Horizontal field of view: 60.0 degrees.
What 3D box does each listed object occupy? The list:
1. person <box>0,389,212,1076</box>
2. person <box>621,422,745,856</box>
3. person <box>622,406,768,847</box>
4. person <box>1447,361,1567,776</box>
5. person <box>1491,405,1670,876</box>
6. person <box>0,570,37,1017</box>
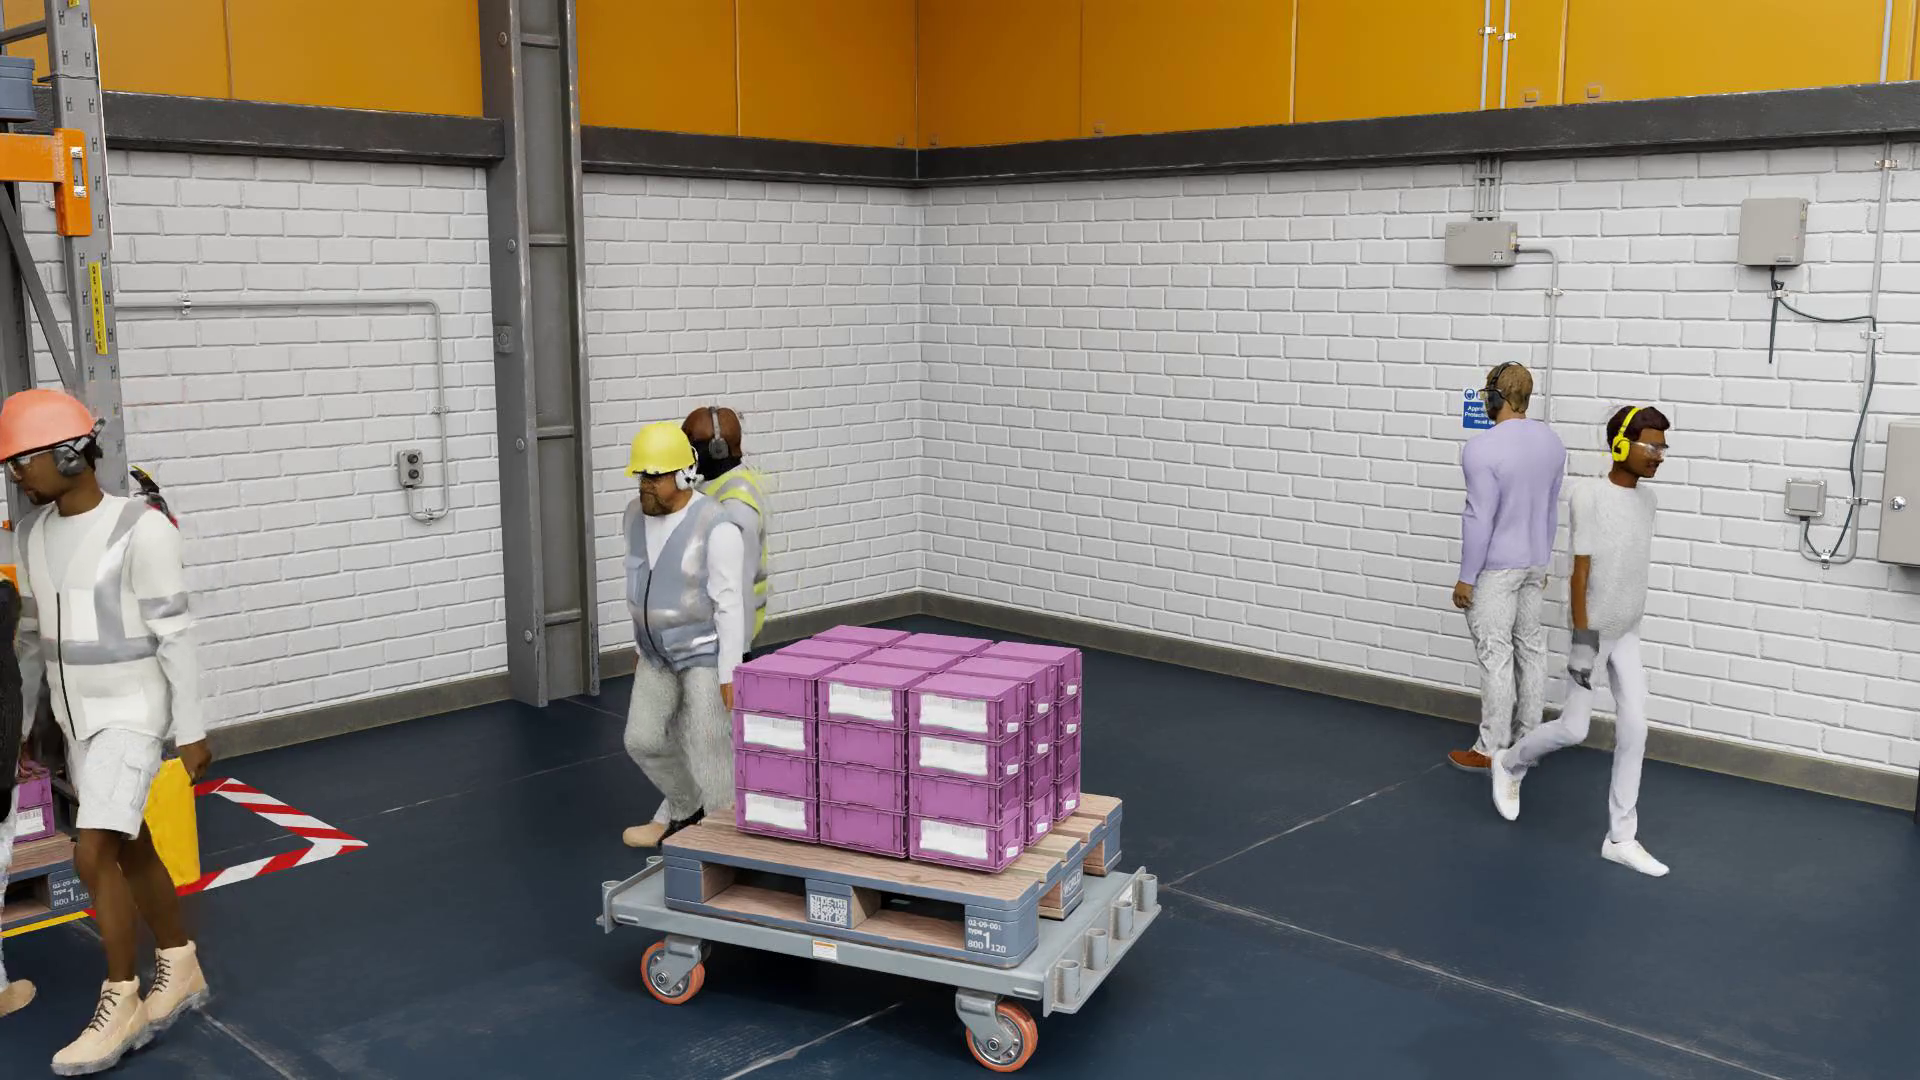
[{"bbox_3d":[-2.637,0.564,4.960,0.629,2.004,0.789,4,10,24],"label":"person"},{"bbox_3d":[-1.078,0.433,6.413,0.626,1.797,0.501,6,11,33],"label":"person"},{"bbox_3d":[-0.995,0.345,6.893,0.805,1.816,0.640,-2,9,-12],"label":"person"},{"bbox_3d":[2.548,0.137,7.786,0.629,1.939,0.371,-6,11,-33],"label":"person"},{"bbox_3d":[2.538,0.365,6.713,0.541,1.837,0.804,-5,10,-27],"label":"person"},{"bbox_3d":[-3.072,0.664,4.942,0.650,1.823,0.681,2,9,11],"label":"person"}]
